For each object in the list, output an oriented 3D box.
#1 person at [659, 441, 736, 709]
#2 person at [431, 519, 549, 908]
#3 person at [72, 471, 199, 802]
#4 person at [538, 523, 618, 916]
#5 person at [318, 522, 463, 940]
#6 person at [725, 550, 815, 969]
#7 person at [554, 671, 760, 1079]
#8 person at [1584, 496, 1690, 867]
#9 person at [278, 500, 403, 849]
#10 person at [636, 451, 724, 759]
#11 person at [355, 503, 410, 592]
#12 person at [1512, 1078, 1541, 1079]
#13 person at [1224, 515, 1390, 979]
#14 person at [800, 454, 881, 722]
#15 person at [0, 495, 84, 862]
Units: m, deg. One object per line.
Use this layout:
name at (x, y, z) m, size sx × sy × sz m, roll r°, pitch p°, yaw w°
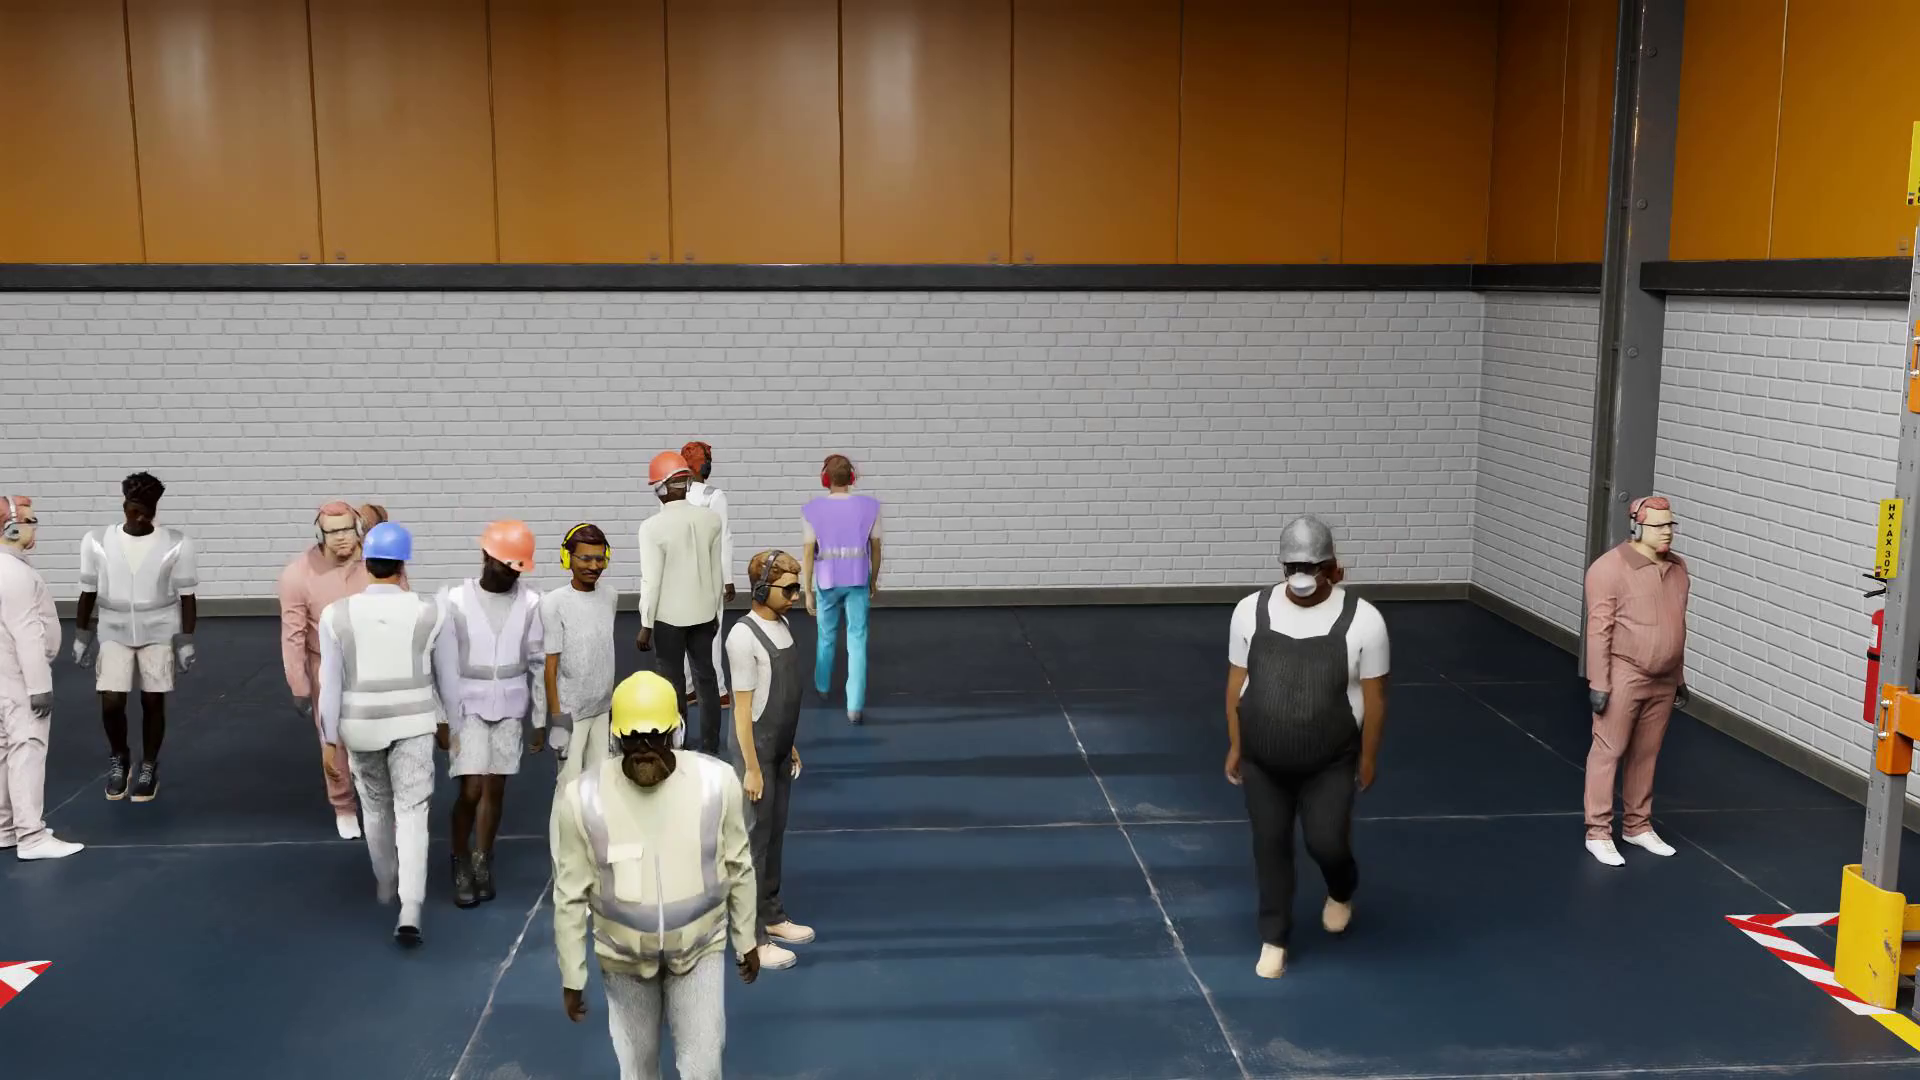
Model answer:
person at (-1.820, 0.252, 11.629) m, size 0.573 × 1.883 × 0.354 m, roll 5°, pitch 10°, yaw 26°
person at (-2.252, 0.826, 7.994) m, size 0.576 × 1.891 × 0.533 m, roll -5°, pitch 10°, yaw -28°
person at (-4.716, 0.565, 9.509) m, size 0.698 × 1.928 × 0.485 m, roll -3°, pitch 10°, yaw -18°
person at (-1.784, 0.842, 7.992) m, size 0.335 × 1.864 × 0.521 m, roll 5°, pitch 10°, yaw 29°
person at (-2.637, 0.871, 7.725) m, size 0.635 × 1.896 × 0.993 m, roll -3°, pitch 9°, yaw -16°
person at (-0.844, 0.951, 7.370) m, size 0.344 × 1.841 × 0.504 m, roll 2°, pitch 9°, yaw 14°
person at (-0.947, 1.300, 5.241) m, size 0.640 × 1.817 × 0.661 m, roll -2°, pitch 9°, yaw -11°
person at (3.526, 0.720, 8.610) m, size 0.636 × 1.911 × 0.406 m, roll -4°, pitch 10°, yaw -24°
person at (-3.216, 0.711, 8.786) m, size 0.666 × 1.869 × 0.762 m, roll -5°, pitch 10°, yaw -30°
person at (-1.693, 0.456, 10.026) m, size 0.394 × 1.985 × 0.608 m, roll 8°, pitch 12°, yaw 41°
person at (-3.708, 0.564, 10.555) m, size 0.537 × 1.588 × 0.882 m, roll 3°, pitch 10°, yaw 20°
person at (0.763, 1.744, 2.494) m, size 0.643 × 1.816 × 0.653 m, roll 3°, pitch 10°, yaw 21°
person at (1.487, 0.870, 7.256) m, size 0.691 × 2.000 × 0.663 m, roll 4°, pitch 10°, yaw 24°
person at (-0.824, 0.310, 11.525) m, size 0.566 × 1.793 × 0.972 m, roll -2°, pitch 9°, yaw -10°
person at (-4.893, 0.711, 8.678) m, size 0.651 × 1.904 × 0.403 m, roll 8°, pitch 12°, yaw 40°
